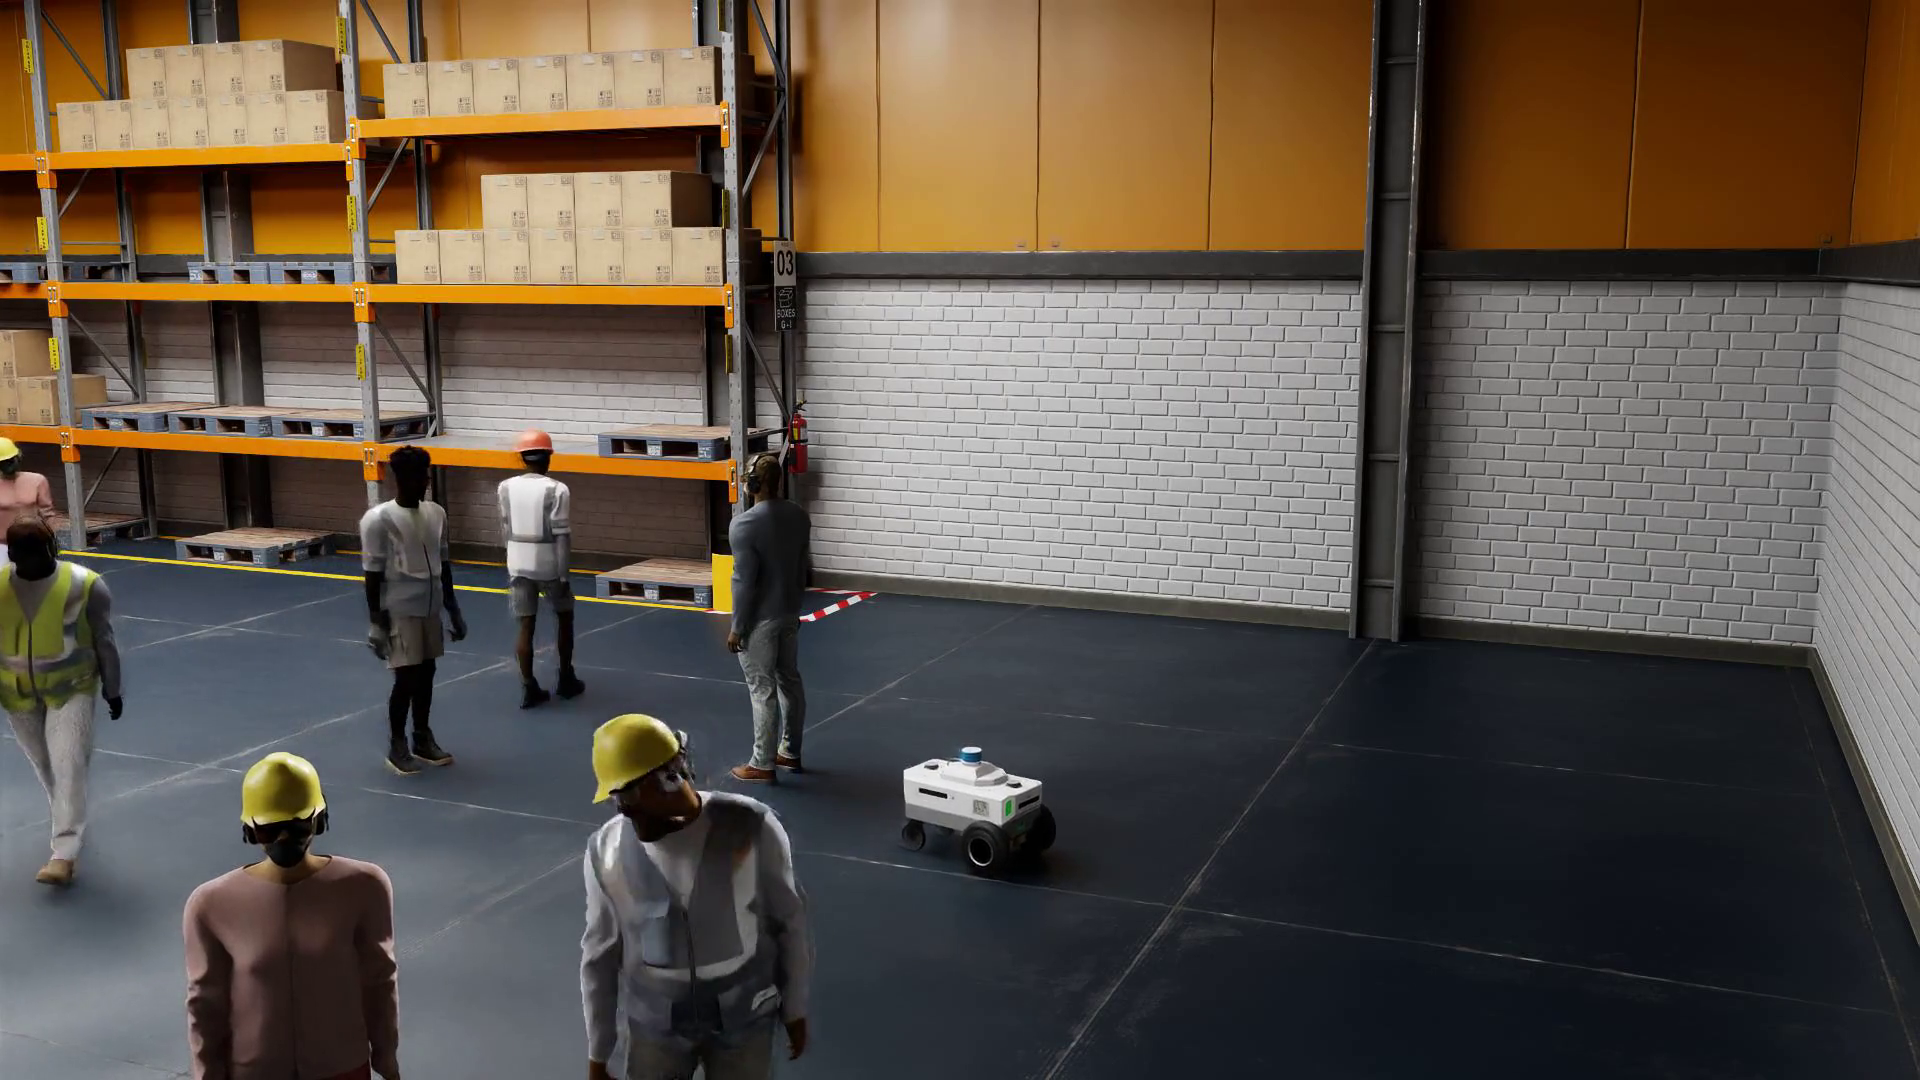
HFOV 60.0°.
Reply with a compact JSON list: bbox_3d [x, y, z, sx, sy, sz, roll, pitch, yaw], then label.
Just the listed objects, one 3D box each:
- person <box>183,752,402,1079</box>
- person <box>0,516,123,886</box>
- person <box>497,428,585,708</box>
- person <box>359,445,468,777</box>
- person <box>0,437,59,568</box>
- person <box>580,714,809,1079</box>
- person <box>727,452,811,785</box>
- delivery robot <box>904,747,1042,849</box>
[{"bbox_3d":[-1.744,1.414,4.405,0.526,1.769,0.328,-5,10,-26],"label":"person"},{"bbox_3d":[-4.540,0.768,8.252,0.644,1.785,0.979,-2,10,-11],"label":"person"},{"bbox_3d":[-2.876,0.178,11.496,0.538,1.901,0.709,2,10,10],"label":"person"},{"bbox_3d":[-3.243,0.403,9.922,0.405,1.960,0.653,5,11,28],"label":"person"},{"bbox_3d":[-7.344,0.031,12.932,0.756,1.721,0.568,8,12,40],"label":"person"},{"bbox_3d":[-0.756,1.359,4.715,0.662,1.784,0.417,-1,9,-4],"label":"person"},{"bbox_3d":[-1.125,0.455,9.694,0.372,1.940,0.631,6,11,32],"label":"person"},{"bbox_3d":[0.058,1.299,8.477,0.707,0.478,0.477,7,12,36],"label":"delivery robot"}]
